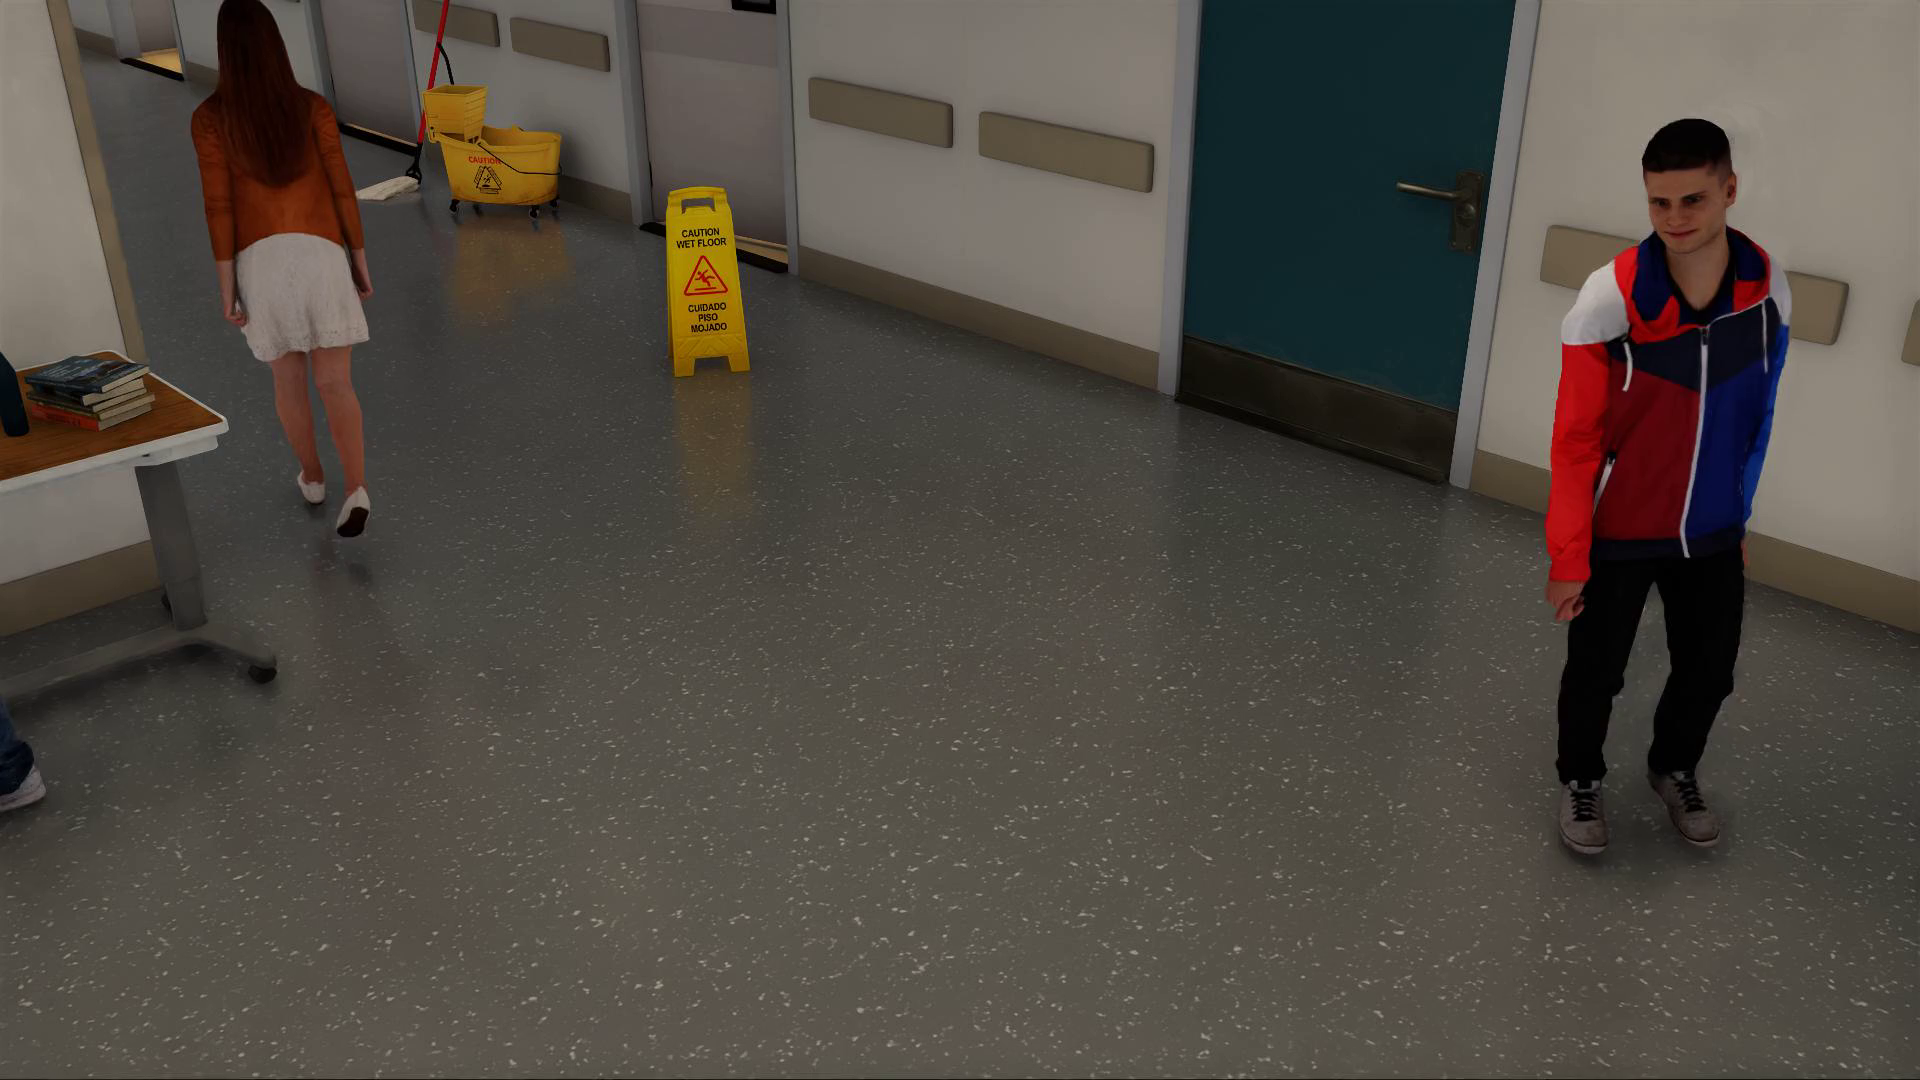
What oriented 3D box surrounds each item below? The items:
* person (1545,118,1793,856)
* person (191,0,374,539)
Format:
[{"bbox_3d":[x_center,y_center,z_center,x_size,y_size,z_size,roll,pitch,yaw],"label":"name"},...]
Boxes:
[{"bbox_3d":[1.536,-0.059,3.690,0.807,1.728,0.845,-7,27,-15],"label":"person"},{"bbox_3d":[-2.114,-0.810,5.293,0.847,1.689,1.114,-12,28,-24],"label":"person"}]
